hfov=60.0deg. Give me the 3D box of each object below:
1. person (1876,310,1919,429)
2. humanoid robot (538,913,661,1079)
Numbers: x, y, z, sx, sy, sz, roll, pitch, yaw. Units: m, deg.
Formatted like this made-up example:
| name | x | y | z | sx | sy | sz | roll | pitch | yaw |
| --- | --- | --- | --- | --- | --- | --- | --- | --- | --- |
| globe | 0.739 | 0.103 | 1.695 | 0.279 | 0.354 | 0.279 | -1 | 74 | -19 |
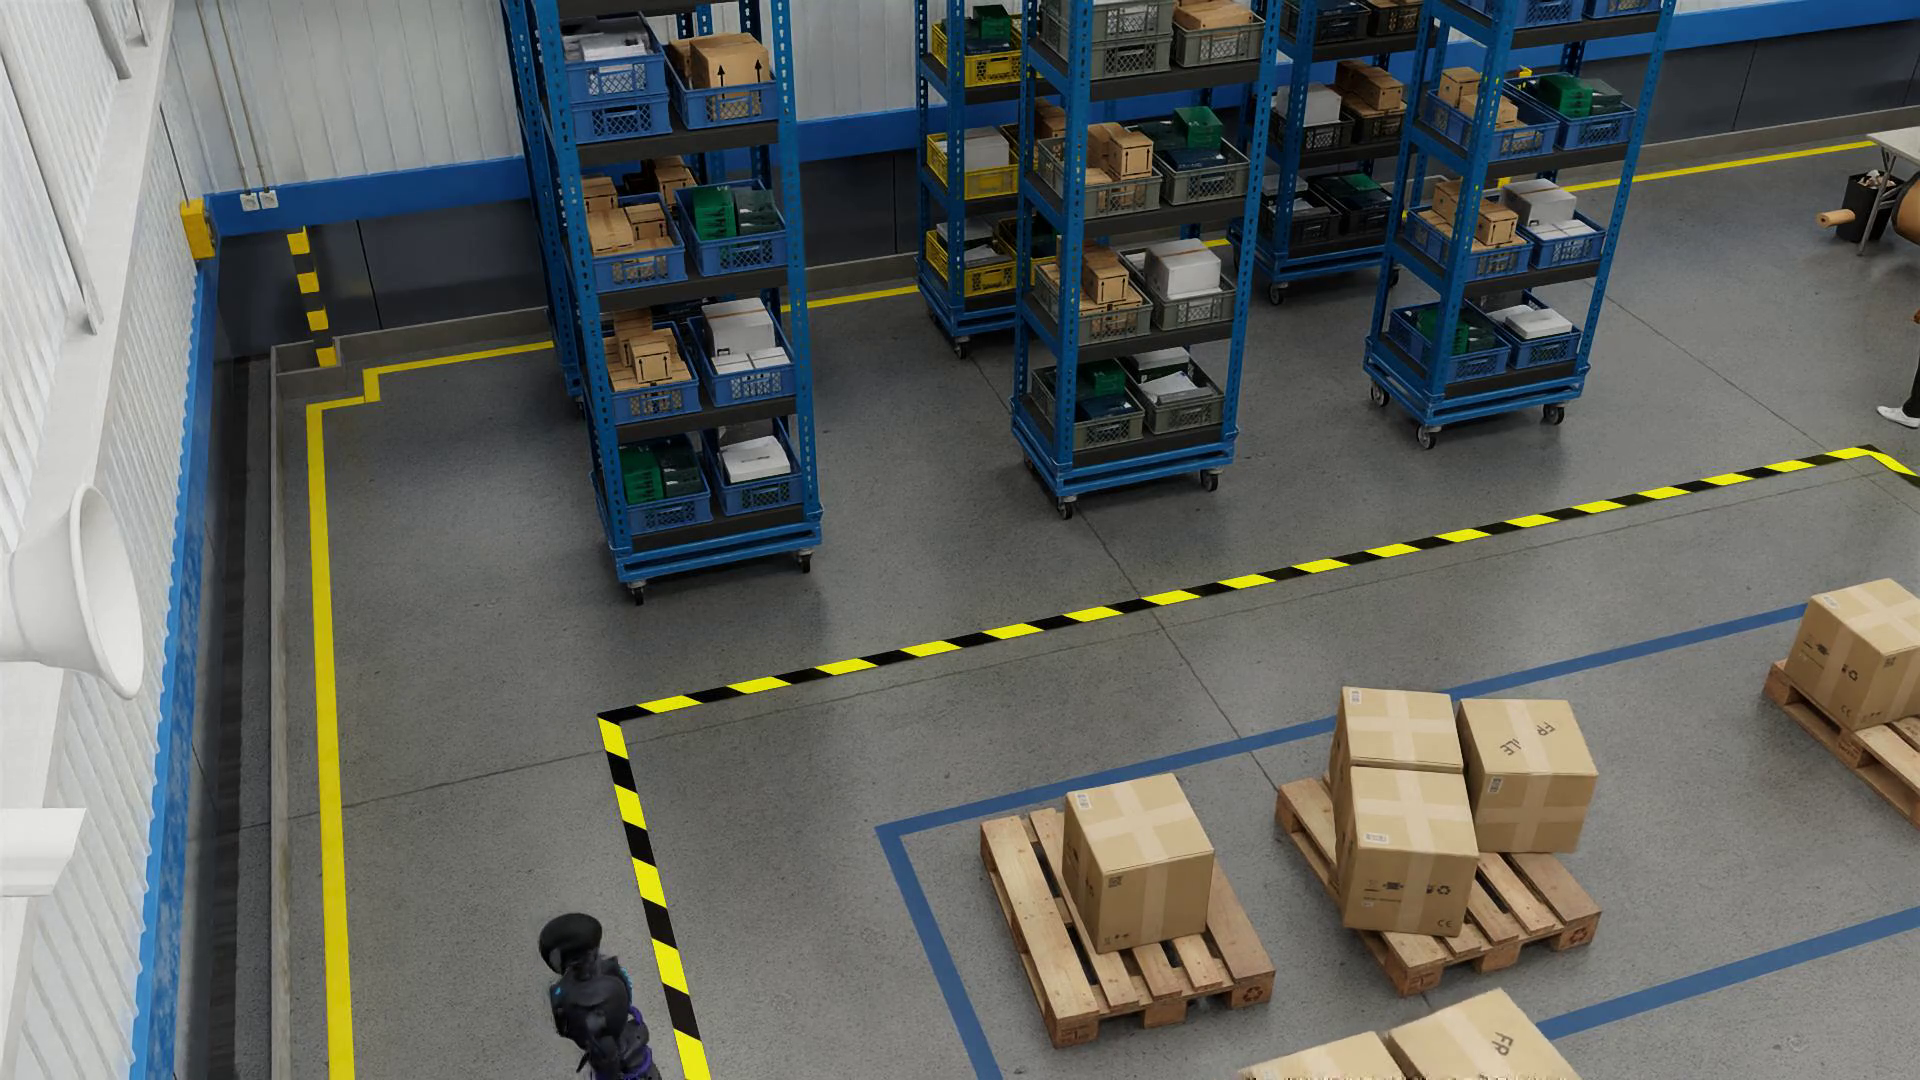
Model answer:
| name | x | y | z | sx | sy | sz | roll | pitch | yaw |
| --- | --- | --- | --- | --- | --- | --- | --- | --- | --- |
| person | 6.560 | -1.596 | 10.945 | 0.589 | 1.853 | 0.370 | -13 | 37 | -18 |
| humanoid robot | -1.221 | 1.961 | 6.049 | 0.400 | 1.640 | 0.605 | -13 | 37 | -18 |
